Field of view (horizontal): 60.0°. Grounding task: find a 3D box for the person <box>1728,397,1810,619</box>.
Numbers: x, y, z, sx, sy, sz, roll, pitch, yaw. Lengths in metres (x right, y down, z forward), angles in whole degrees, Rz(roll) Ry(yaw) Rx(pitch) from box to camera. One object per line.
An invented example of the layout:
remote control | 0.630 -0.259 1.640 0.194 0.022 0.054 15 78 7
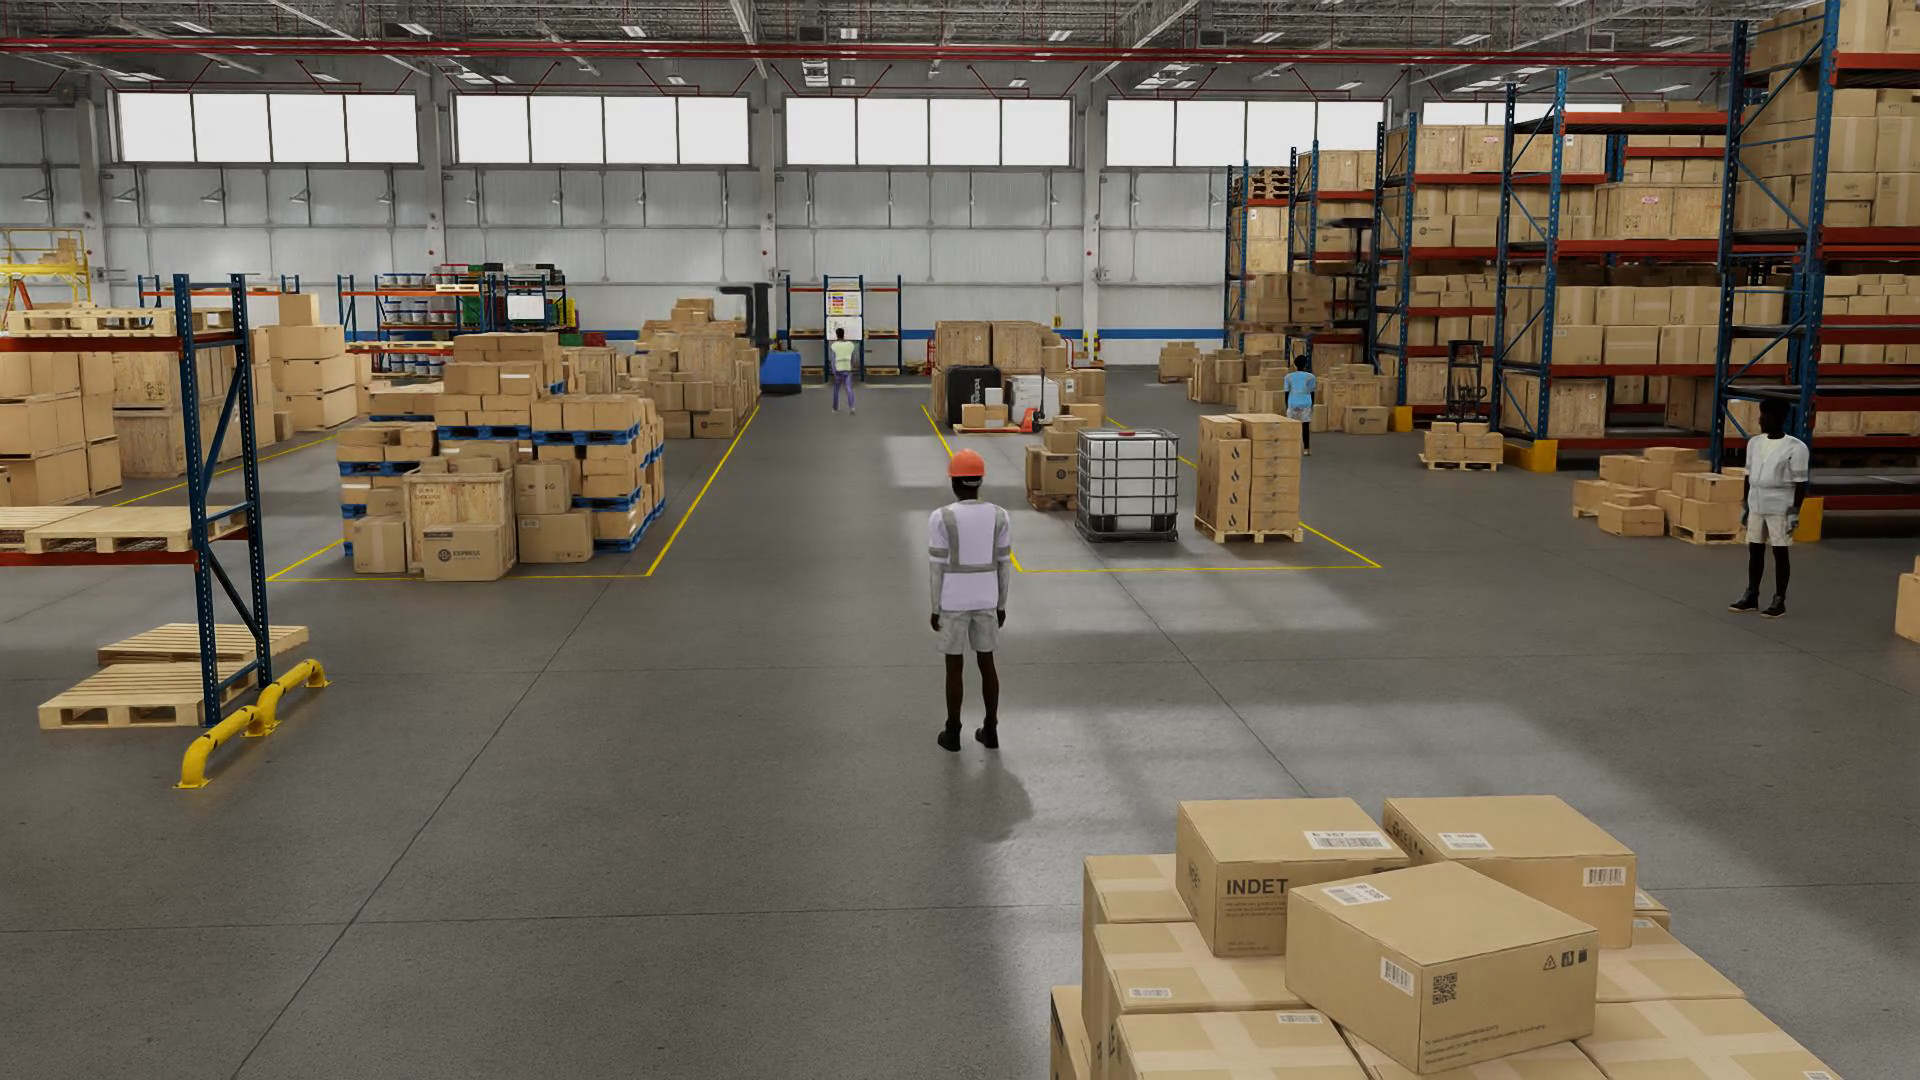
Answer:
person | 7.168 -0.287 14.702 0.373 1.963 0.607 -4 10 -24

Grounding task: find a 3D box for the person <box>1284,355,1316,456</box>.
person | 5.687 -2.248 27.846 0.529 1.697 0.321 3 10 20

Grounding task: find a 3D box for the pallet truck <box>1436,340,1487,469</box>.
pallet truck | 8.004 -2.170 26.422 0.823 1.965 1.885 2 9 14

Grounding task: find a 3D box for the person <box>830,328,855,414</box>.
person | -2.554 -3.697 36.405 0.593 1.882 0.963 -4 10 -24

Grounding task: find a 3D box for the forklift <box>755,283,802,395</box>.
forklift | -4.942 -5.060 41.803 1.873 2.768 1.129 -1 9 -4

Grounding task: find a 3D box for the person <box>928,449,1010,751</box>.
person | 0.043 0.381 10.633 0.545 1.928 0.398 -4 10 -22

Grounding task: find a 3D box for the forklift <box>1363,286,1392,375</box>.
forklift | 9.039 -4.144 36.053 1.873 2.768 1.129 -1 9 -4
